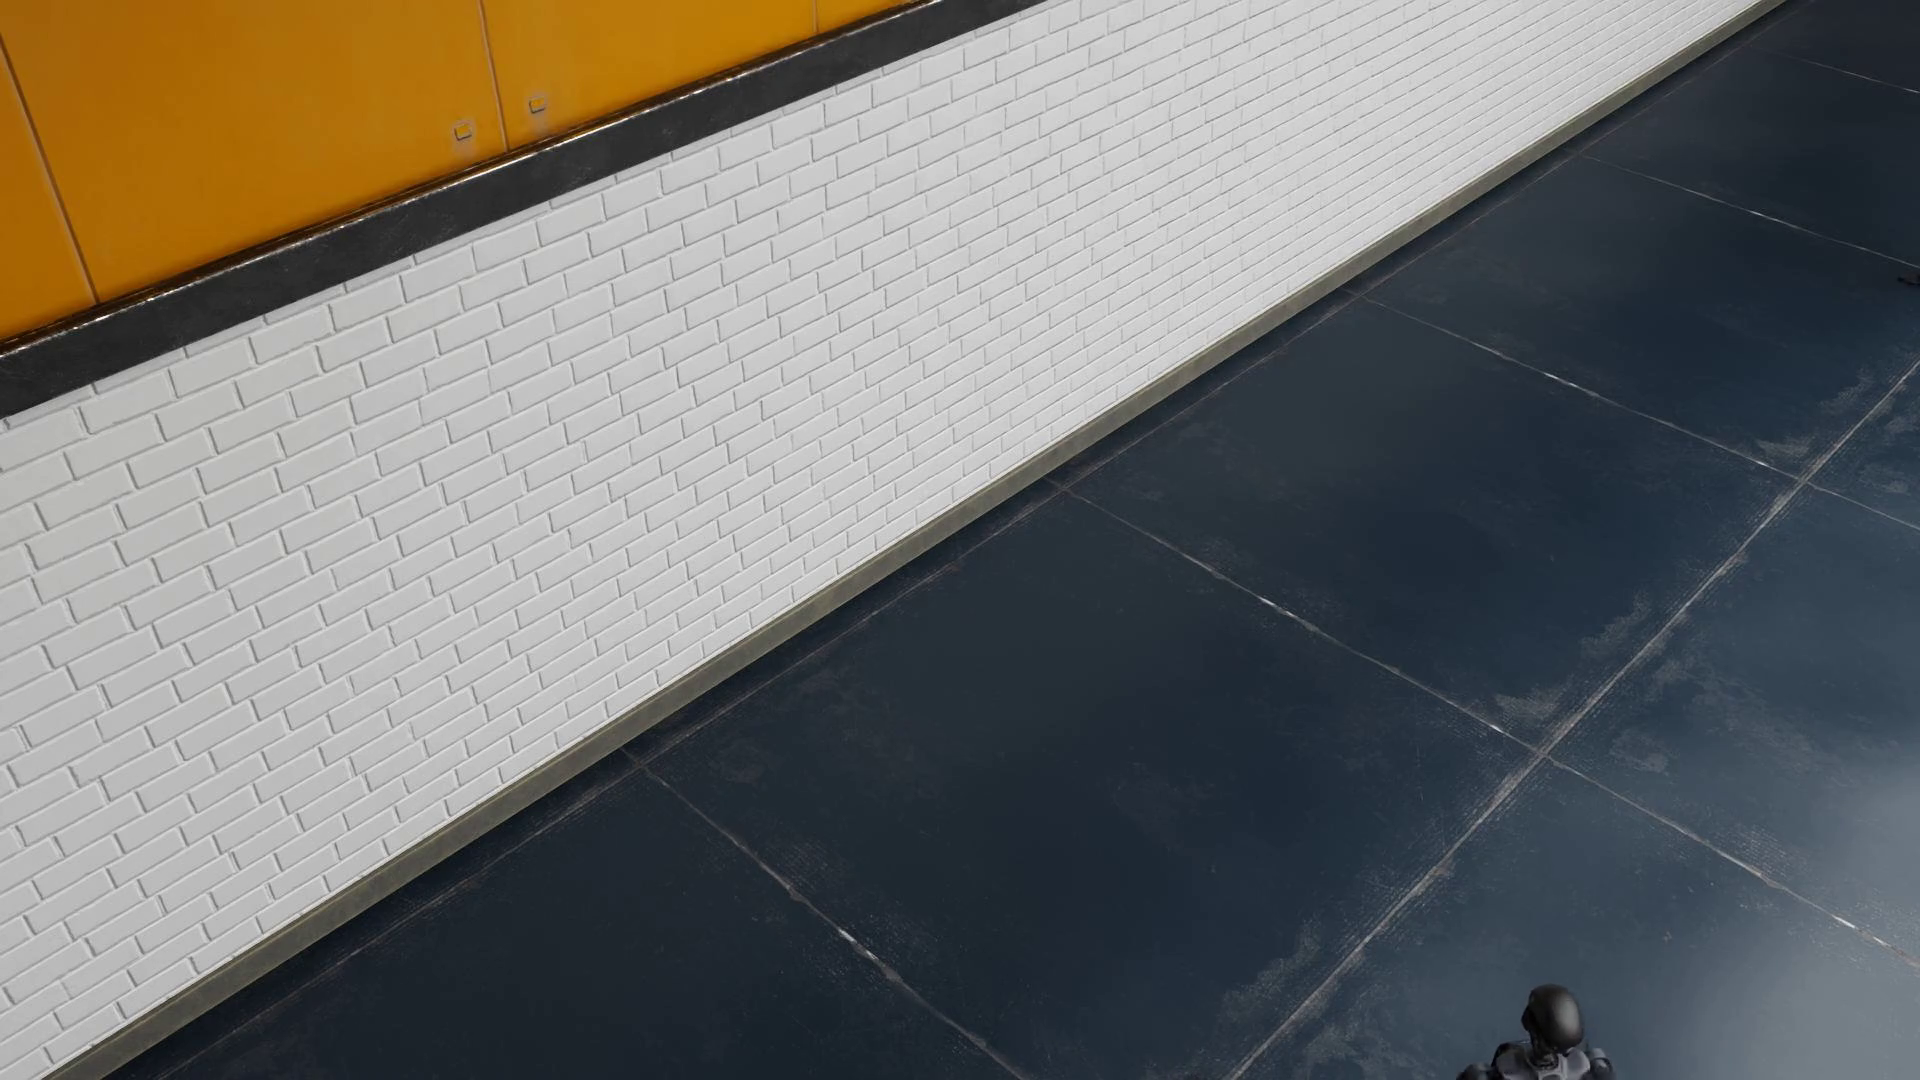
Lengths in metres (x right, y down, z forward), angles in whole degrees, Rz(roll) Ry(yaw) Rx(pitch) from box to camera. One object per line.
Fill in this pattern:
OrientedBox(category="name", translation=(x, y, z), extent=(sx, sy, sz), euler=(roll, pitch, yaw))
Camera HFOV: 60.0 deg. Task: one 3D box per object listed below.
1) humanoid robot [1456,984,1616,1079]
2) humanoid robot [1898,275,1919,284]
OrientedBox(category="humanoid robot", translation=(1.741, 2.052, 5.250), extent=(0.609, 1.630, 0.683), euler=(-6, 39, -8))
OrientedBox(category="humanoid robot", translation=(6.576, -2.319, 10.689), extent=(0.464, 1.638, 0.601), euler=(17, 42, 21))
